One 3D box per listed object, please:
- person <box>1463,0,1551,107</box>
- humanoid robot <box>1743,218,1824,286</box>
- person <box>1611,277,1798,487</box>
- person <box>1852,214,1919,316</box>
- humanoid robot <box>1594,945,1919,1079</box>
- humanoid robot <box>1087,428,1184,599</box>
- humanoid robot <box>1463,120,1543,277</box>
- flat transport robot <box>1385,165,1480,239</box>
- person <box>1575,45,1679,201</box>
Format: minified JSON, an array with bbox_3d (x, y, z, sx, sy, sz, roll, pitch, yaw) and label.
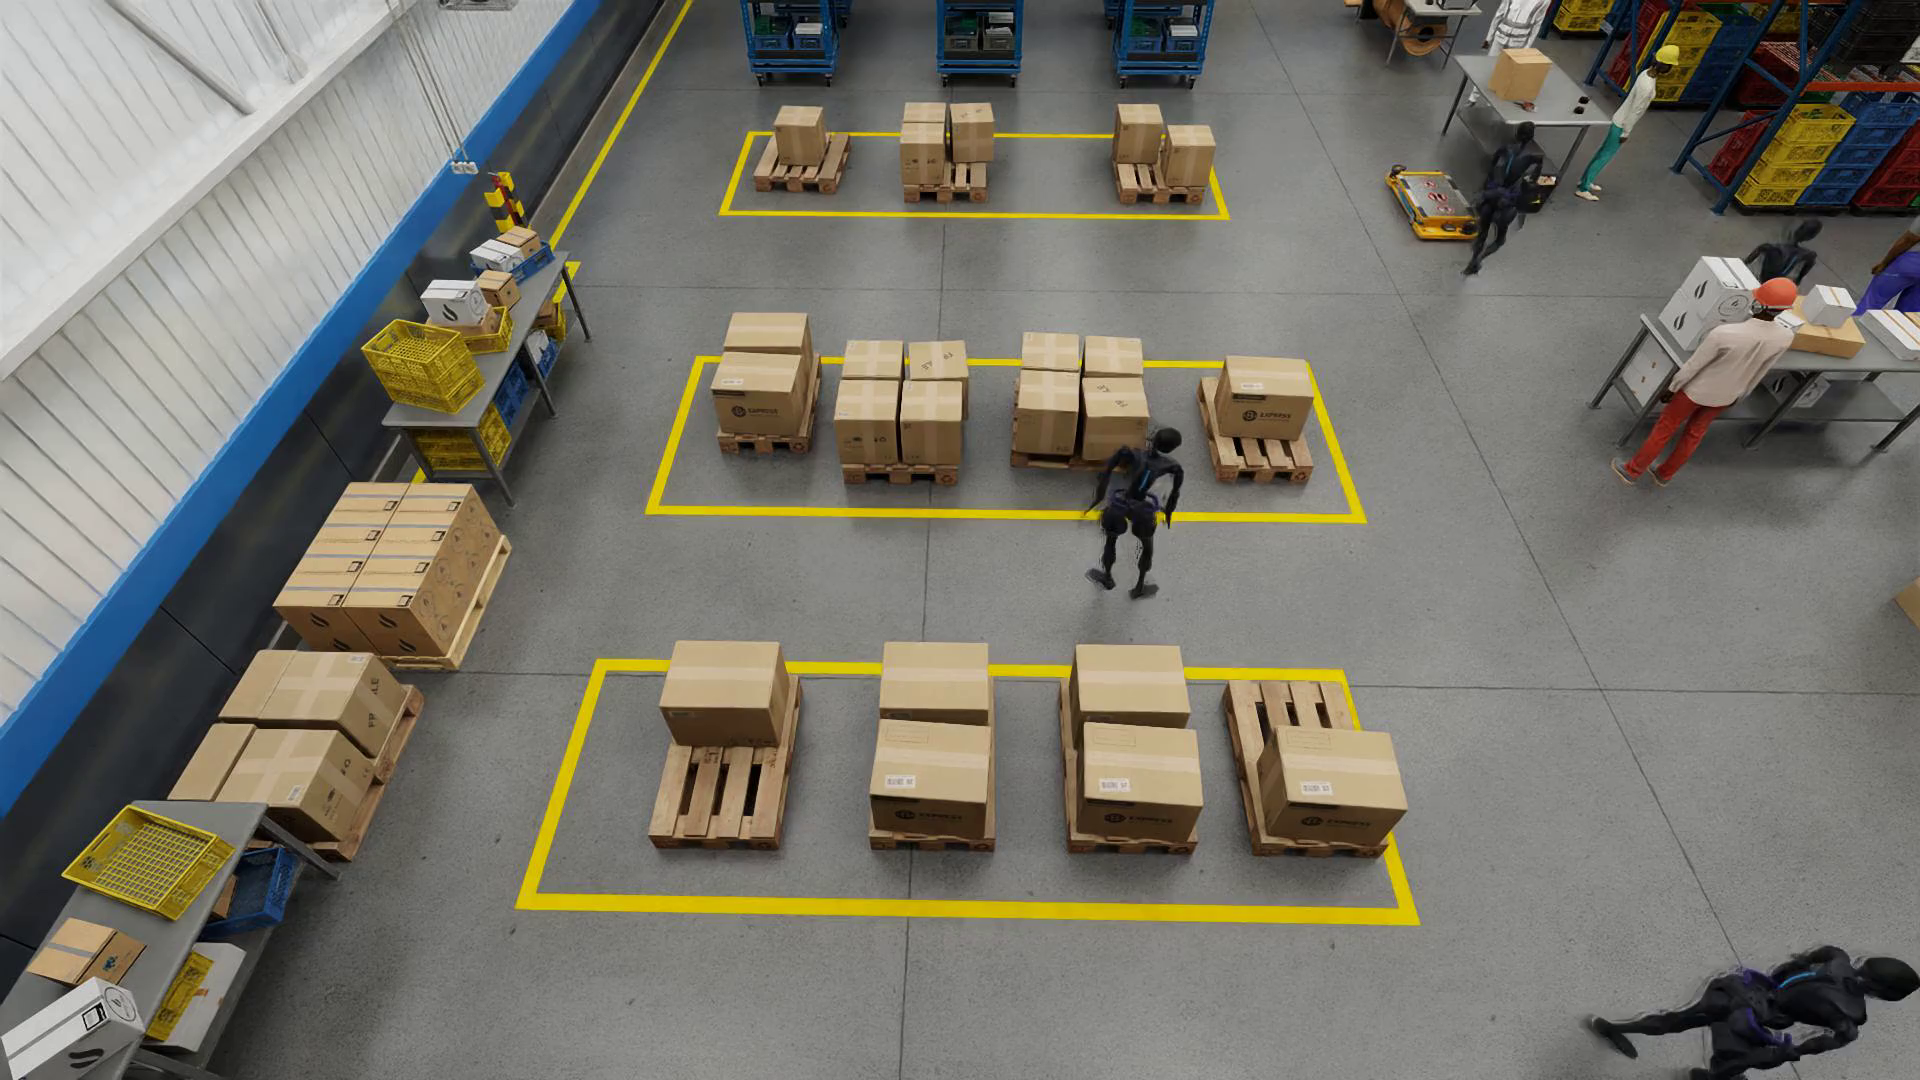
[{"bbox_3d":[7.323,-6.657,12.227,0.585,1.882,0.342,30,55,23],"label":"person"},{"bbox_3d":[7.297,-2.207,8.522,0.649,1.635,0.372,10,50,8],"label":"humanoid robot"},{"bbox_3d":[6.089,-1.239,7.474,0.614,1.986,0.405,3,49,3],"label":"person"},{"bbox_3d":[9.042,-2.612,8.624,0.681,2.000,0.538,18,51,15],"label":"person"},{"bbox_3d":[3.943,2.382,4.573,0.750,1.623,0.603,20,52,17],"label":"humanoid robot"},{"bbox_3d":[1.270,-0.216,6.801,0.649,1.630,0.402,7,50,6],"label":"humanoid robot"},{"bbox_3d":[5.722,-3.557,9.687,0.393,1.643,0.619,-24,53,-19],"label":"humanoid robot"},{"bbox_3d":[5.692,-4.094,11.059,0.652,0.197,1.431,1,49,1],"label":"flat transport robot"},{"bbox_3d":[7.849,-4.895,10.786,0.337,1.756,0.516,19,52,16],"label":"person"}]
